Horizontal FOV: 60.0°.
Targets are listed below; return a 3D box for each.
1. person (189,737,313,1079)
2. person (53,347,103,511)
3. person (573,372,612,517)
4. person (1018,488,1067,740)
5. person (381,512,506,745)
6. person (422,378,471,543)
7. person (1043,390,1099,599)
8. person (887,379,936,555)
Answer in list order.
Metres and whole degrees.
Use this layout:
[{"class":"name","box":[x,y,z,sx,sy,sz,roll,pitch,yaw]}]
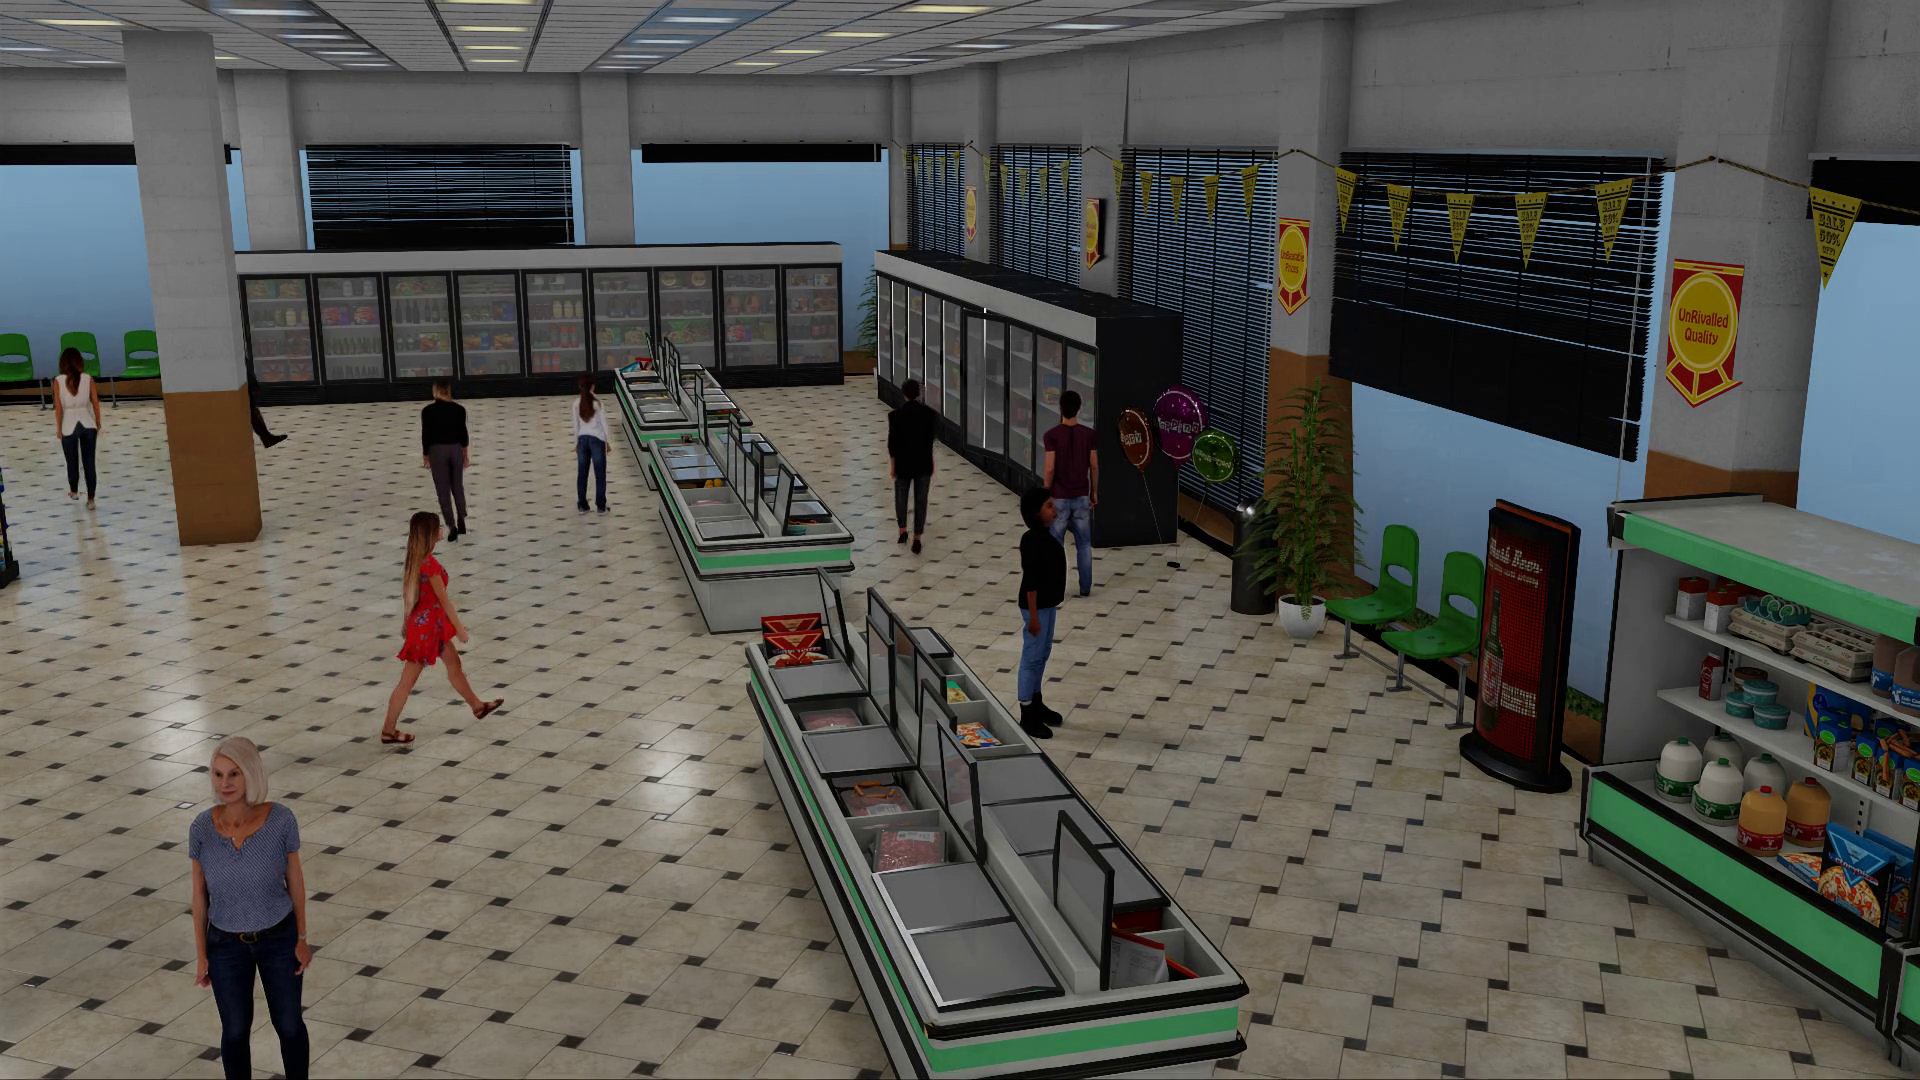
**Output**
[{"class":"person","box":[-2.842,1.610,6.701,0.594,1.721,0.513,-3,14,-12]},{"class":"person","box":[-9.601,-1.188,18.160,0.876,1.756,1.091,-10,17,-37]},{"class":"person","box":[-3.986,-1.035,17.956,0.623,1.556,0.663,2,14,9]},{"class":"person","box":[0.533,0.479,11.405,0.719,1.702,0.633,5,14,18]},{"class":"person","box":[-3.660,0.628,11.124,0.903,1.544,1.115,-9,16,-33]},{"class":"person","box":[-5.126,-0.785,16.702,0.681,1.661,0.699,-10,17,-35]},{"class":"person","box":[0.964,-0.401,14.714,0.662,1.851,0.521,-3,14,-13]},{"class":"person","box":[-0.441,-0.694,16.253,0.661,1.696,0.792,-2,14,-9]}]
